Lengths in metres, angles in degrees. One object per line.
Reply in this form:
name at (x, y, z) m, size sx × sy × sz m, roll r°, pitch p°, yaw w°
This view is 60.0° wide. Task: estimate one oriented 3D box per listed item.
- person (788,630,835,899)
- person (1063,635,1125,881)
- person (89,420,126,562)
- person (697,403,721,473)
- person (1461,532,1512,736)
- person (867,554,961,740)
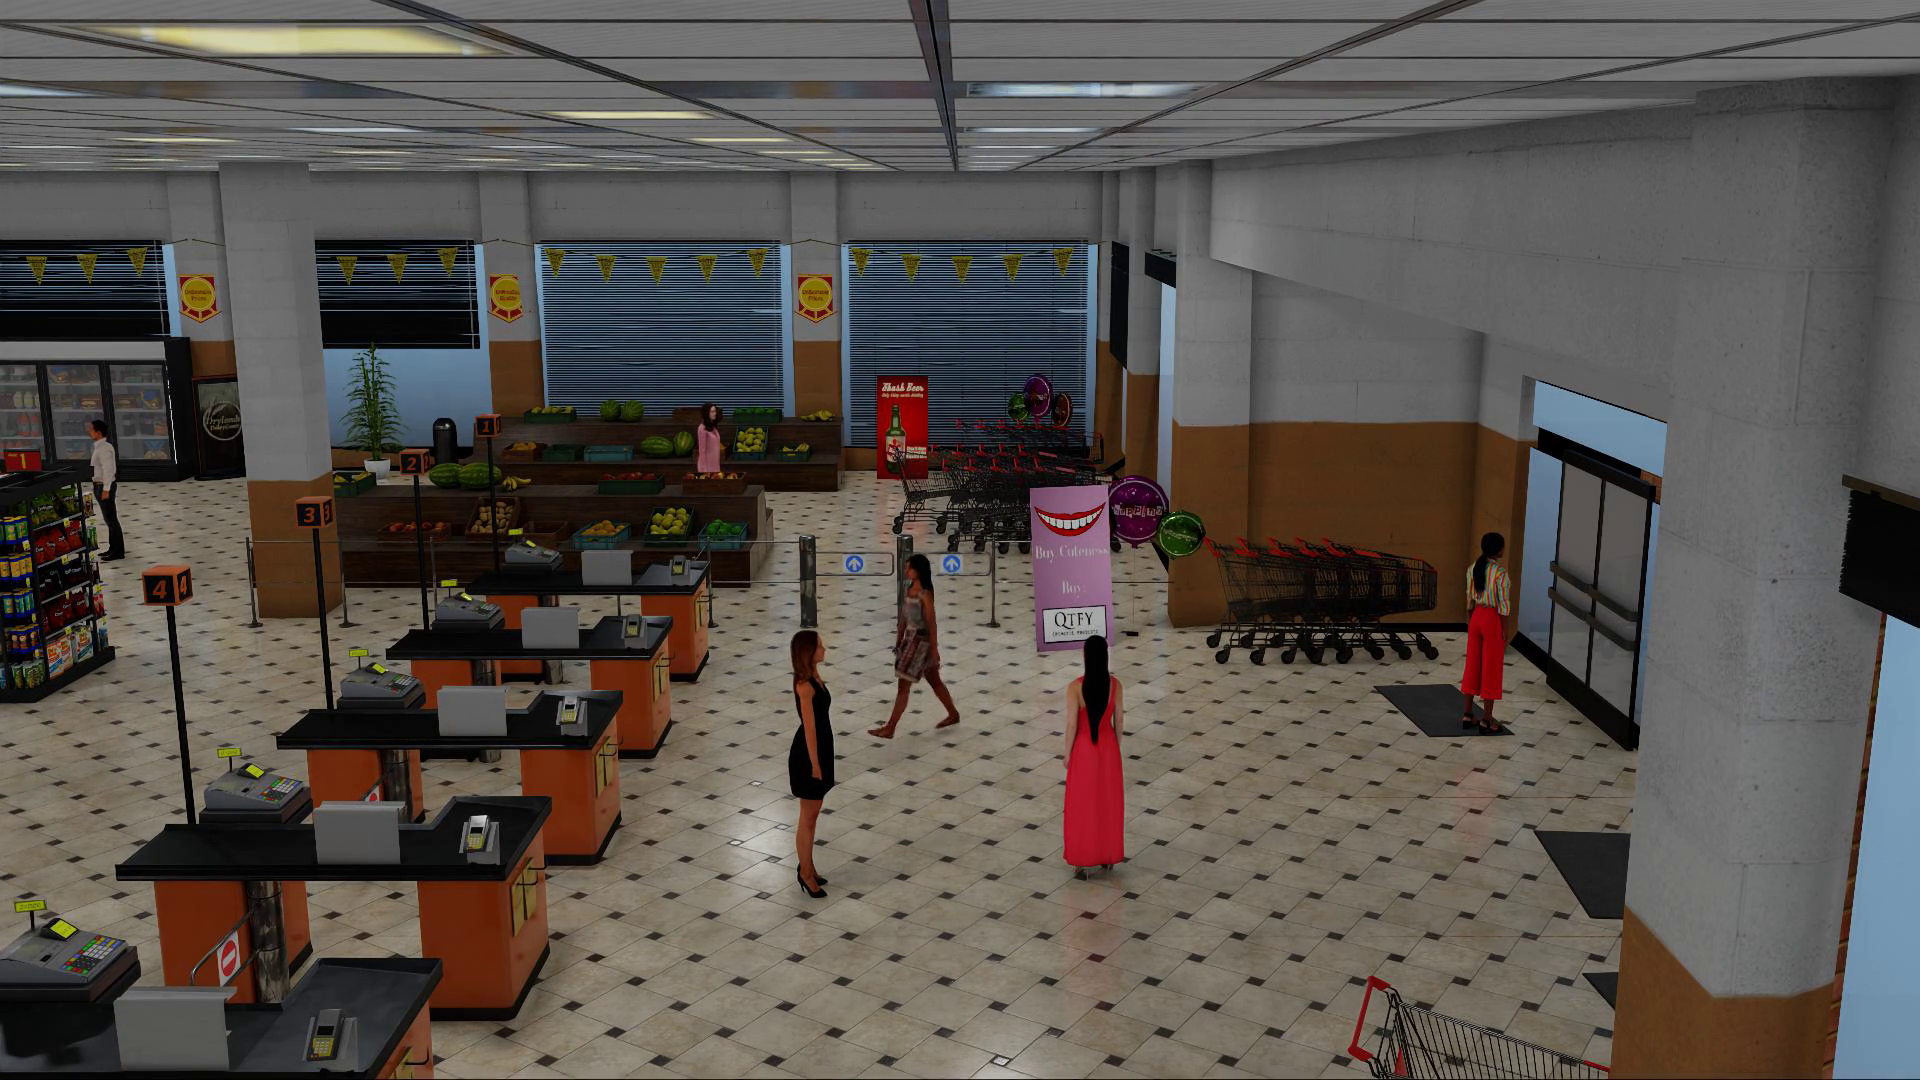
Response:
person at (-1.002, 1.499, 11.204) m, size 0.507 × 1.834 × 0.567 m, roll 0°, pitch 12°, yaw 0°
person at (0.926, 1.493, 11.493) m, size 0.605 × 1.726 × 0.742 m, roll -4°, pitch 12°, yaw -17°
person at (-11.022, -0.652, 21.474) m, size 0.744 × 1.811 × 0.749 m, roll -7°, pitch 14°, yaw -30°
person at (-3.516, -1.019, 23.238) m, size 0.644 × 1.802 × 0.679 m, roll 4°, pitch 13°, yaw 20°
person at (4.615, 0.809, 14.580) m, size 0.705 × 1.792 × 0.682 m, roll -8°, pitch 14°, yaw -33°
person at (-0.265, 0.938, 14.454) m, size 1.227 × 1.593 × 0.950 m, roll -5°, pitch 13°, yaw -24°
